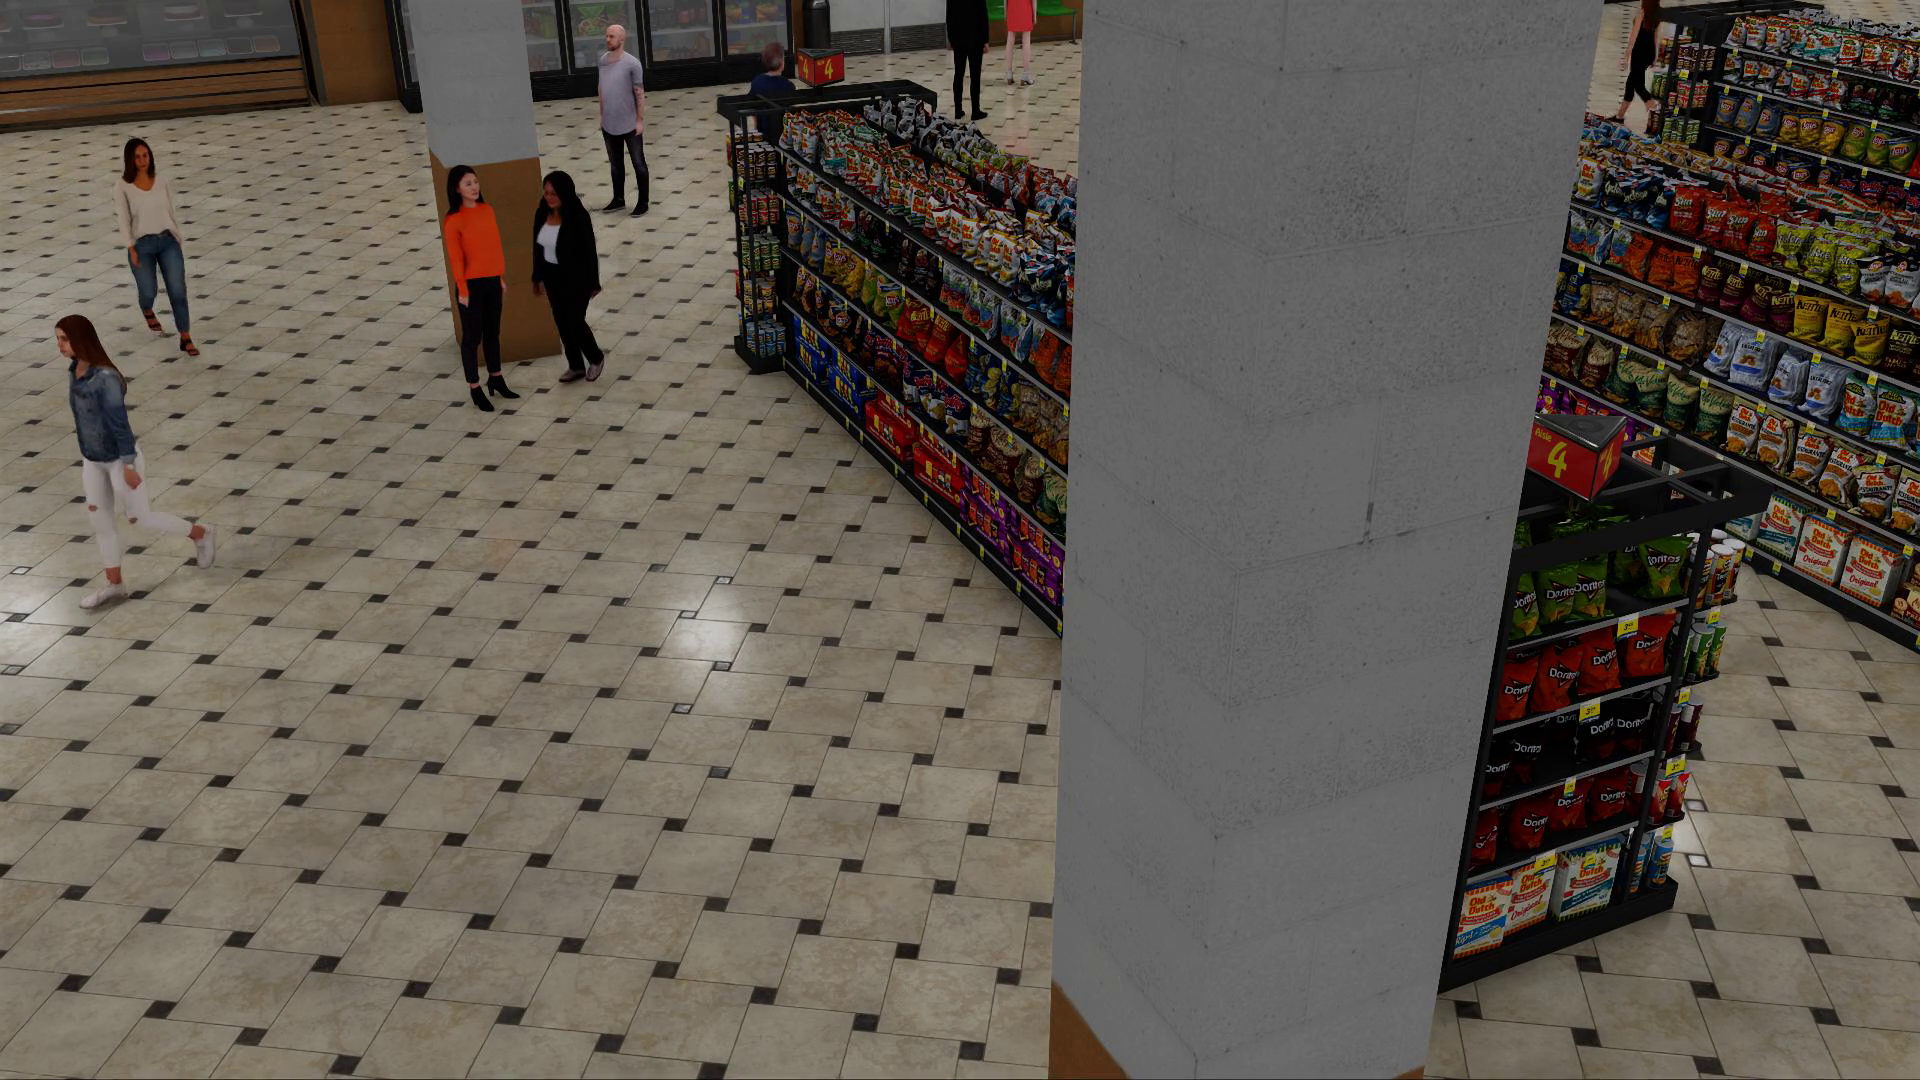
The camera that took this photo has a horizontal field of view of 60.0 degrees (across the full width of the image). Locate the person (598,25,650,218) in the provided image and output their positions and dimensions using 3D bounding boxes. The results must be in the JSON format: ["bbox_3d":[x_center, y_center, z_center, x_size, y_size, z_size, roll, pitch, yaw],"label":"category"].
[{"bbox_3d":[-3.319,-4.124,16.340,0.737,1.838,0.823,13,30,24],"label":"person"}]

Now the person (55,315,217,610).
[{"bbox_3d":[-4.653,-0.457,9.286,1.075,1.677,1.019,17,32,31],"label":"person"}]

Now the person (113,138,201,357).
[{"bbox_3d":[-6.289,-2.275,12.901,0.802,1.650,1.103,-22,34,-36],"label":"person"}]

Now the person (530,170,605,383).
[{"bbox_3d":[-2.864,-1.959,12.326,0.756,1.606,0.832,13,30,24],"label":"person"}]

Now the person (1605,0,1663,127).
[{"bbox_3d":[8.029,-5.587,19.389,0.685,1.688,1.162,-17,32,-31],"label":"person"}]

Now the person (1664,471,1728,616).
[{"bbox_3d":[3.681,0.165,8.510,0.609,1.270,0.653,3,27,6],"label":"person"}]

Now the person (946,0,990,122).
[{"bbox_3d":[0.093,-6.041,20.057,0.774,1.893,0.847,11,29,20],"label":"person"}]

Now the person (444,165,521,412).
[{"bbox_3d":[-3.446,-1.809,11.874,0.744,1.748,0.709,14,30,25],"label":"person"}]

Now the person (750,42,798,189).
[{"bbox_3d":[-1.739,-3.571,15.258,1.196,1.830,1.192,12,29,22],"label":"person"}]

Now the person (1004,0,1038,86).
[{"bbox_3d":[0.783,-6.933,21.890,0.646,1.827,0.728,12,29,22],"label":"person"}]
